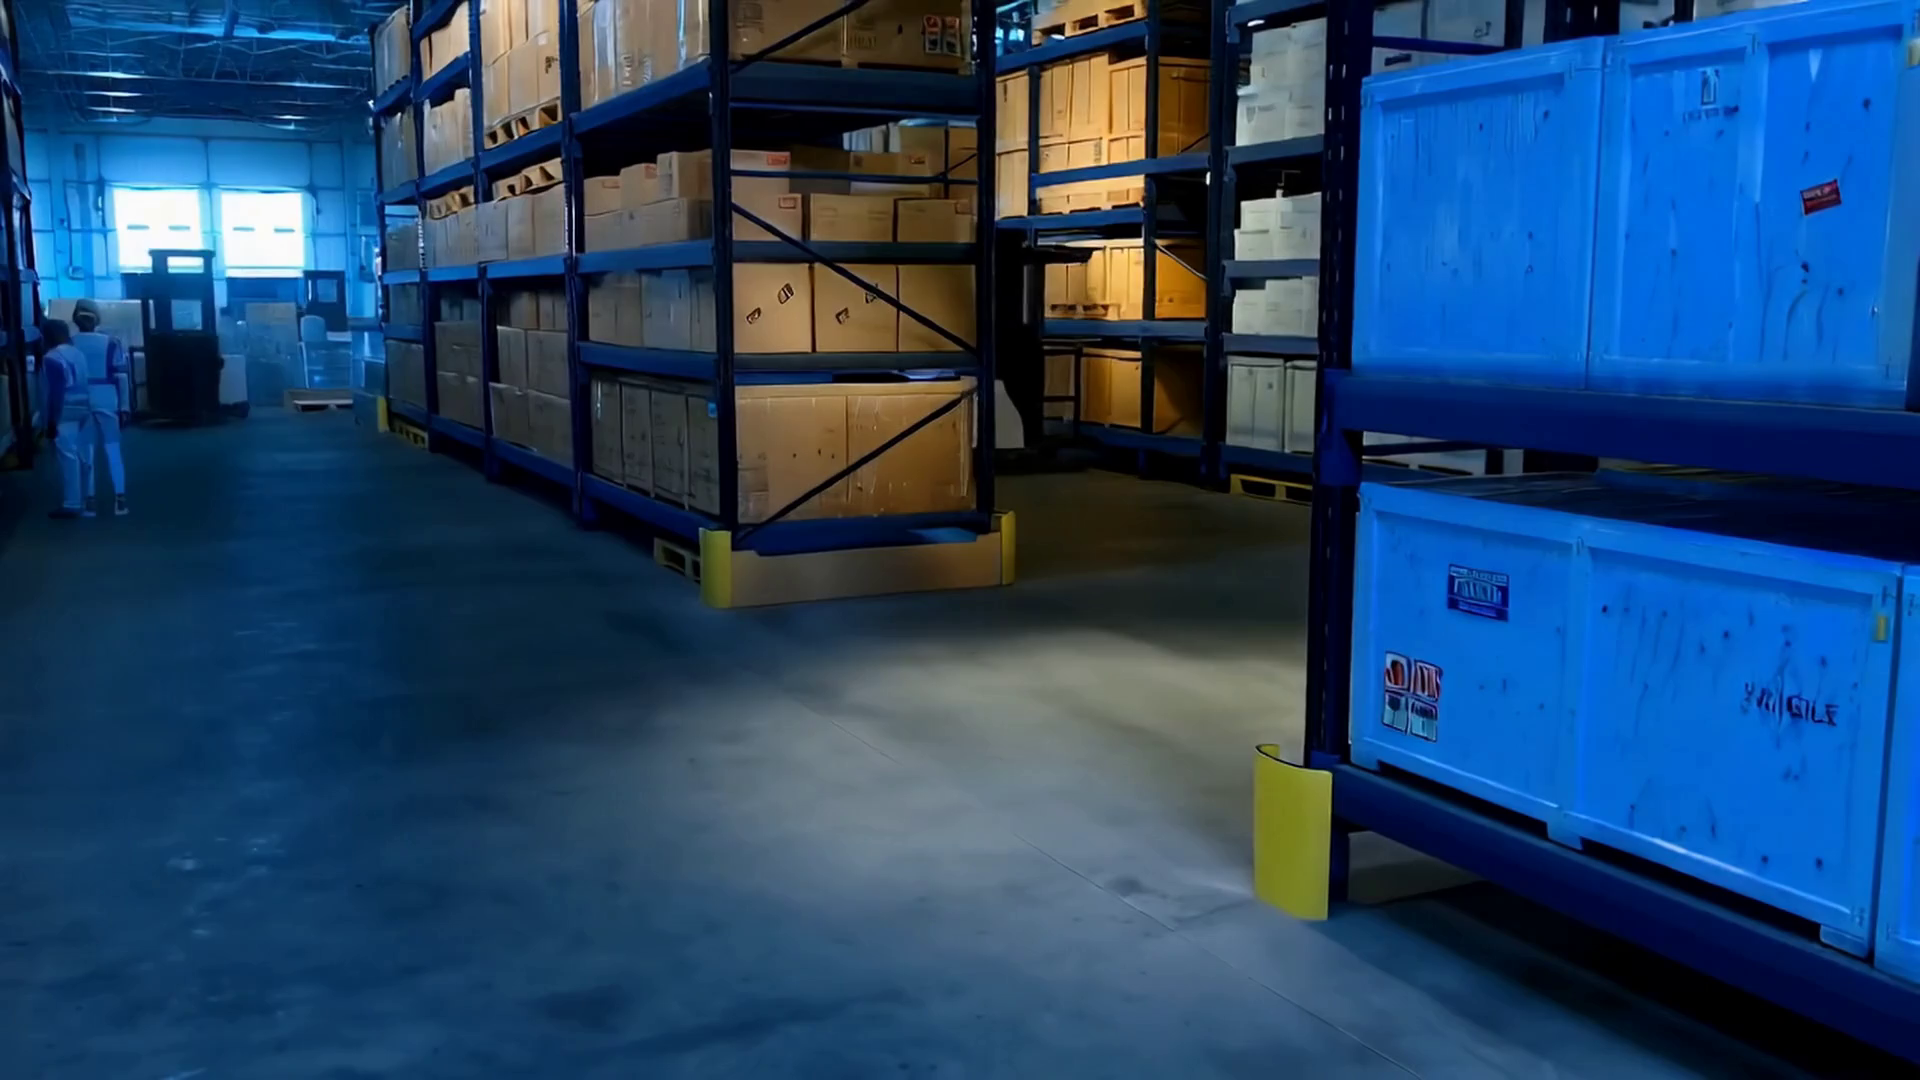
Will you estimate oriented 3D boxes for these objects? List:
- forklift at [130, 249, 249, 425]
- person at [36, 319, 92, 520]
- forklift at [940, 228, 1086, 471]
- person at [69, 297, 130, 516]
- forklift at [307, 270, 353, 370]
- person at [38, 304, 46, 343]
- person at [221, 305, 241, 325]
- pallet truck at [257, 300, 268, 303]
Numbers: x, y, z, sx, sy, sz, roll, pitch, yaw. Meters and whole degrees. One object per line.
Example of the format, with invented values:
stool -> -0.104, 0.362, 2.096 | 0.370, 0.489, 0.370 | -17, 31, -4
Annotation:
forklift -> -12.483, -3.307, 26.893 | 1.129, 2.768, 1.873 | 0, 8, 2
person -> -8.230, -1.105, 15.284 | 0.430, 1.841, 0.624 | 0, 8, -2
forklift -> 0.392, -2.215, 19.359 | 1.873, 2.768, 1.129 | -4, 9, -26
person -> -8.123, -1.251, 15.584 | 0.614, 2.041, 0.393 | -6, 10, -37
forklift -> -17.807, -6.198, 46.830 | 1.129, 2.768, 1.873 | -4, 9, -26
person -> -30.119, -6.777, 54.340 | 0.762, 1.866, 0.599 | 0, 8, -3
person -> -16.875, -4.559, 38.940 | 0.674, 1.887, 0.608 | 0, 8, 1
pallet truck -> -23.913, -7.404, 58.171 | 1.885, 1.965, 0.823 | -1, 8, -9
